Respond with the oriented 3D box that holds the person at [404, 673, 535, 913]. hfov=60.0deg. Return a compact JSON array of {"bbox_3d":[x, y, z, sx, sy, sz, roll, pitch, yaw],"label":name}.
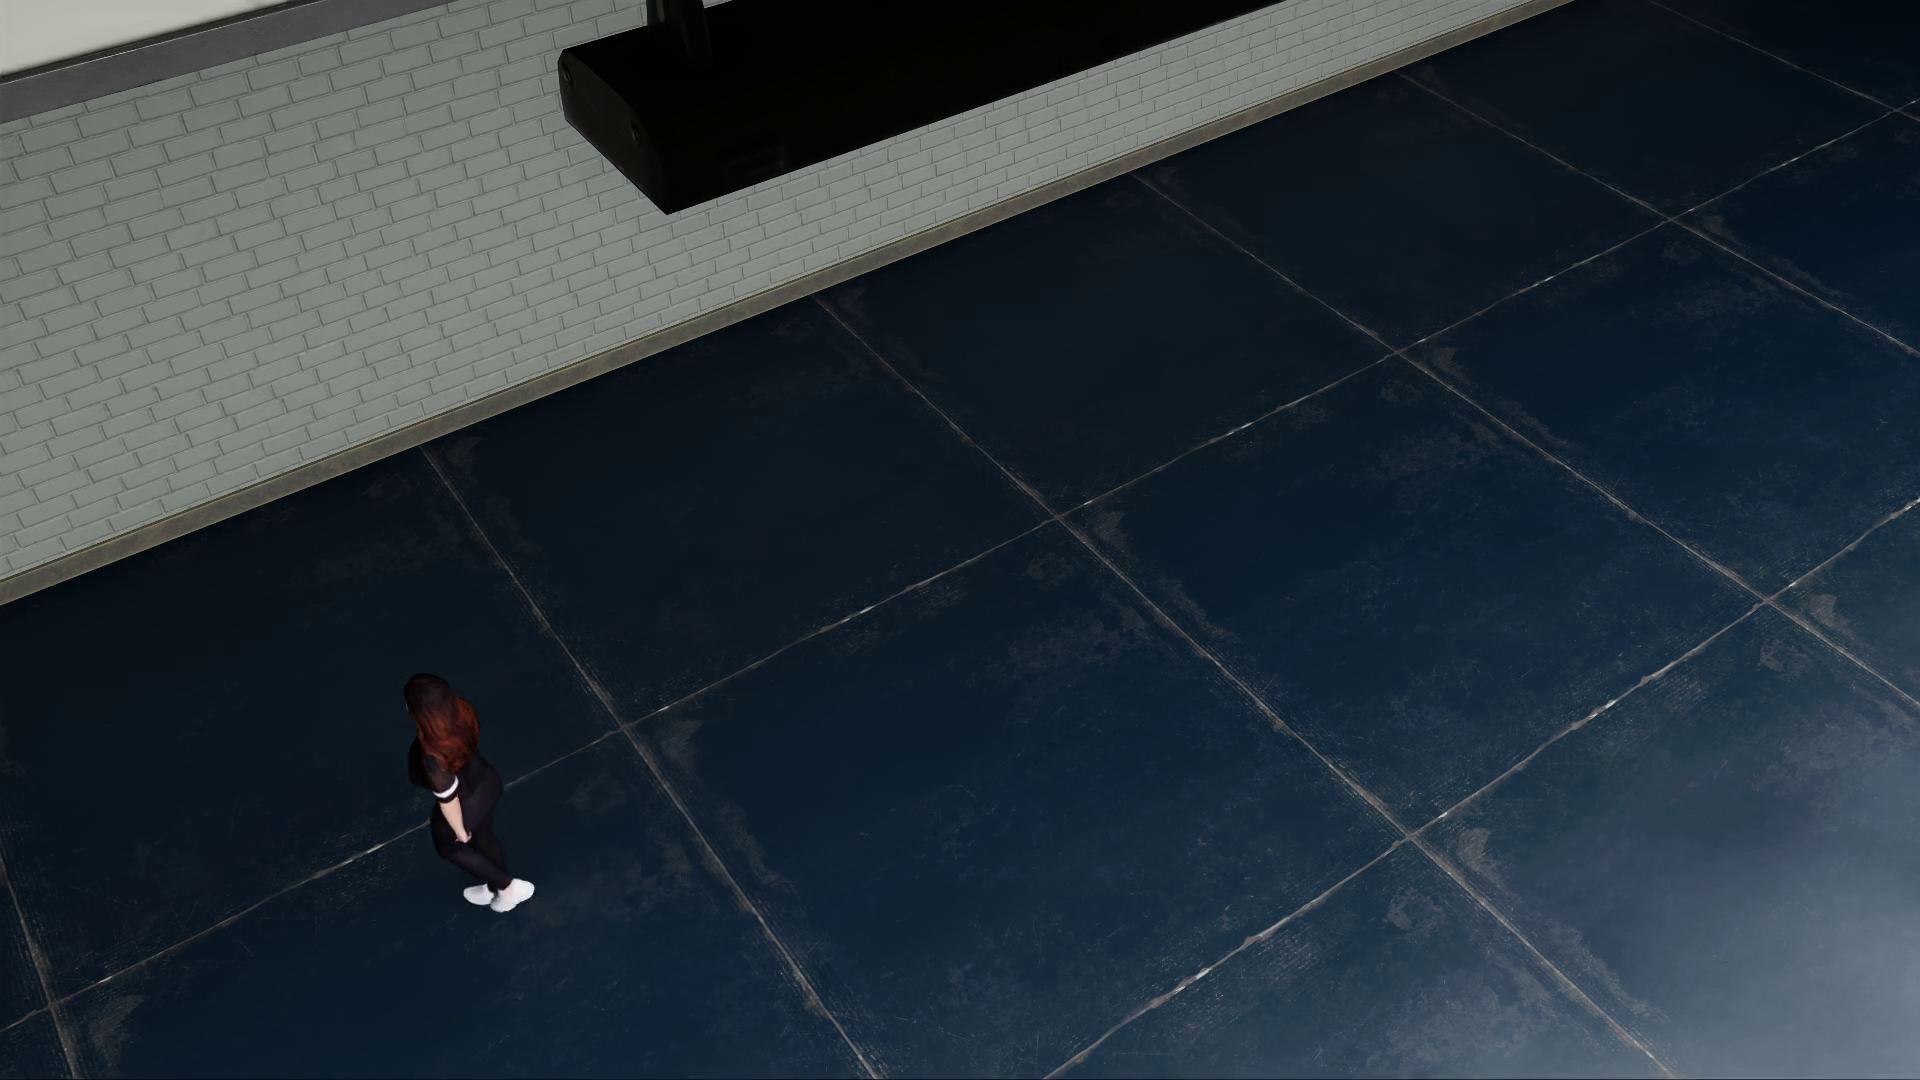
[{"bbox_3d":[-2.241,1.211,7.750,0.823,1.628,0.764,9,44,9],"label":"person"}]
